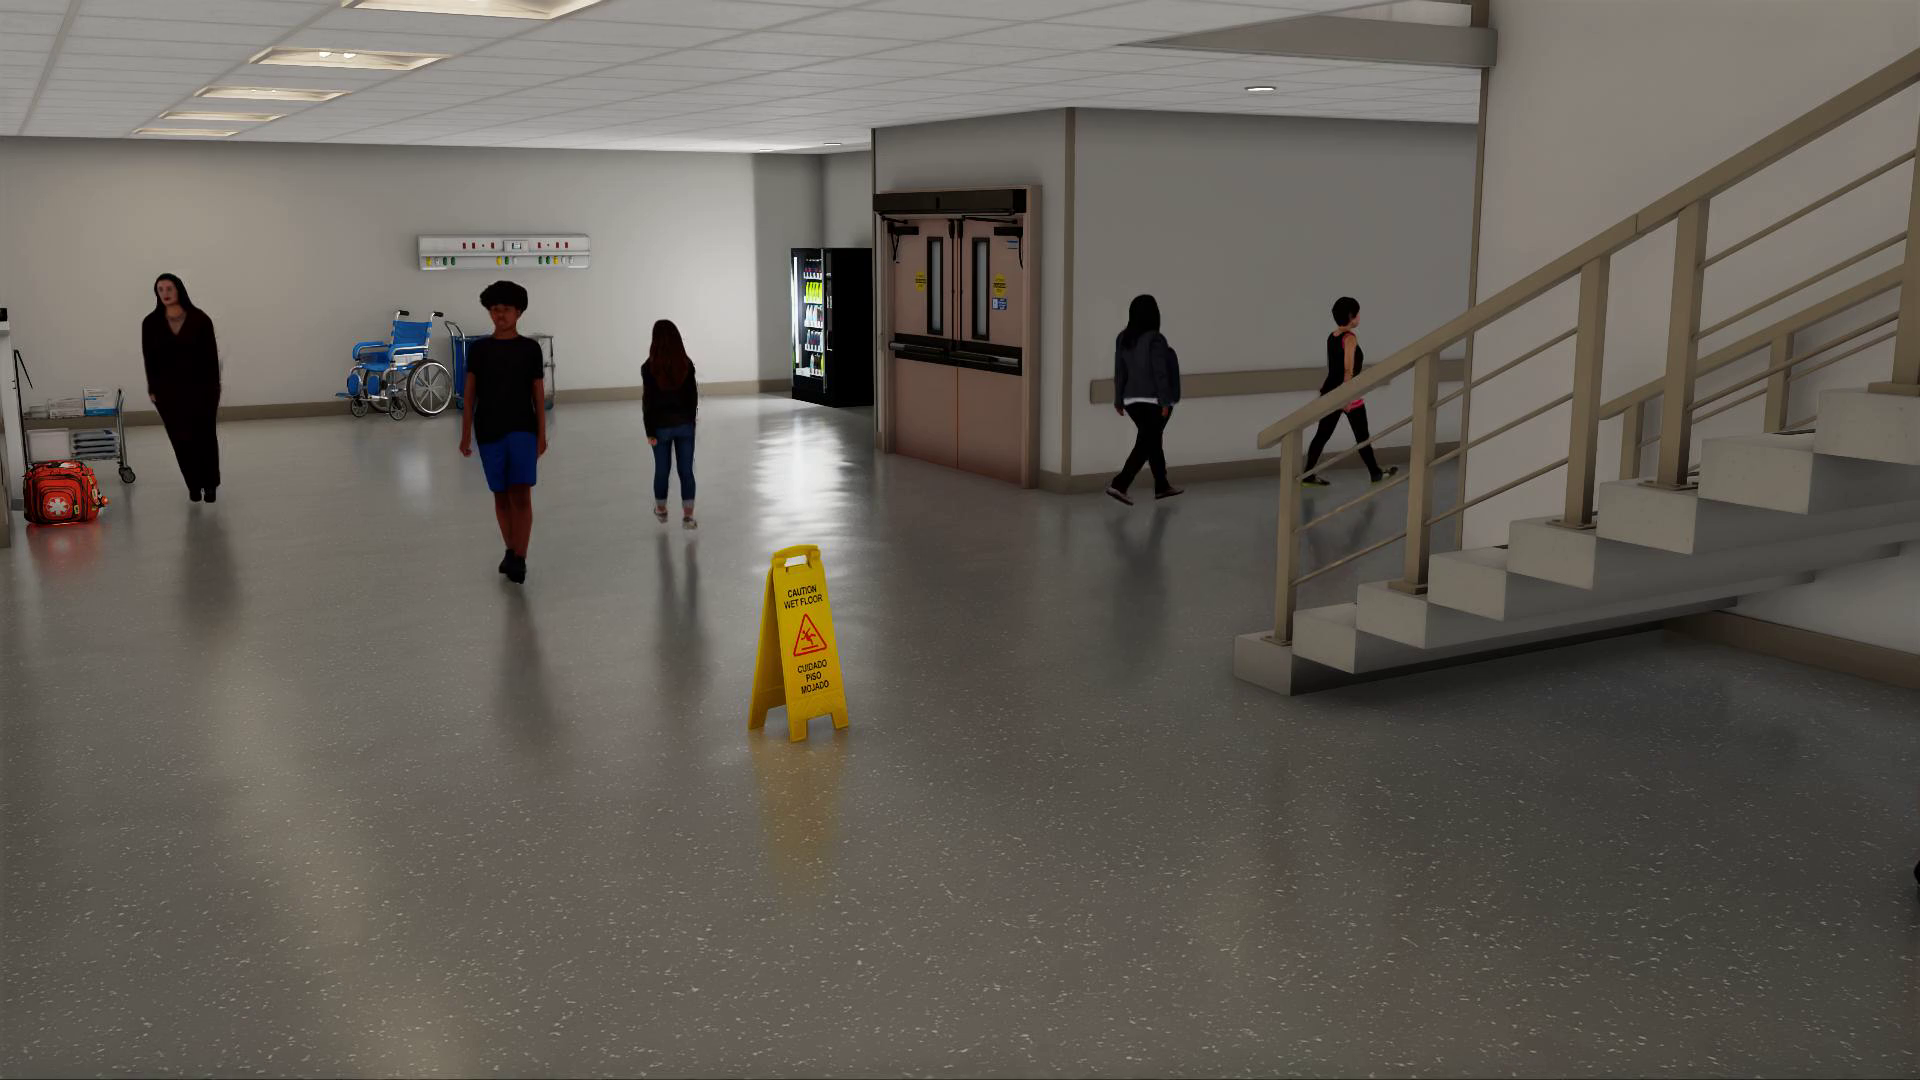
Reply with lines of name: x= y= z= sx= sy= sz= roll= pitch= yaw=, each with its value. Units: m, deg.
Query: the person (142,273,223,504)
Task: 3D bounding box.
person: x=-5.888 y=-1.139 z=12.650 sx=0.770 sy=1.735 sz=0.863 roll=-3 pitch=11 yaw=-18

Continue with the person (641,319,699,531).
person: x=-1.952 y=-0.755 z=11.408 sx=0.713 sy=1.444 sz=1.048 roll=-3 pitch=11 yaw=-16

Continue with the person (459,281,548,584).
person: x=-2.695 y=-0.638 z=9.939 sx=0.887 sy=1.761 sz=1.097 roll=-1 pitch=11 yaw=-3

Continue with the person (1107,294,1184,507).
person: x=1.355 y=-1.025 z=12.486 sx=0.741 sy=1.572 sz=0.965 roll=-7 pitch=13 yaw=-32

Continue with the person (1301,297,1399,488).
person: x=2.962 y=-1.140 z=13.237 sx=0.775 sy=1.517 sz=0.990 roll=-3 pitch=11 yaw=-16
